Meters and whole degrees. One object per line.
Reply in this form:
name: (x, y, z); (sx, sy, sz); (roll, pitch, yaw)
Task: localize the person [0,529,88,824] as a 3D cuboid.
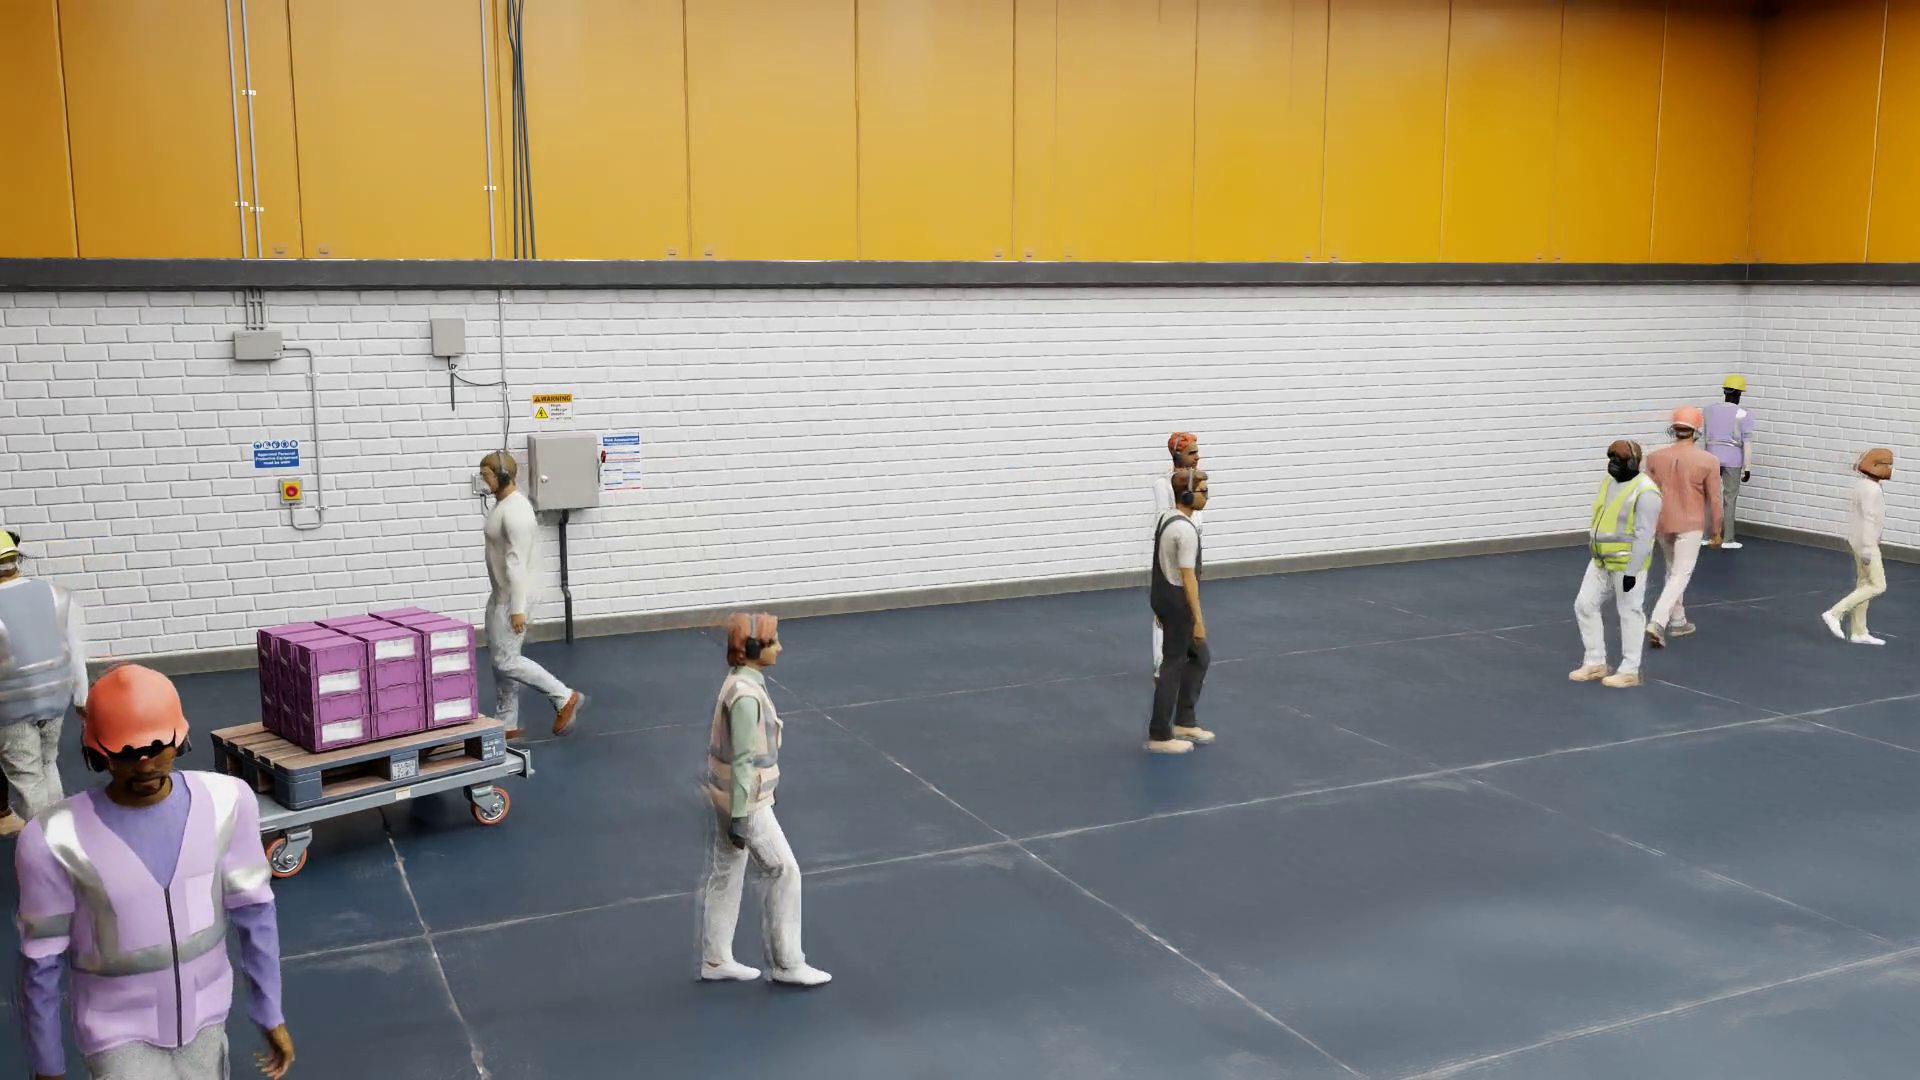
person: (-4.670, 0.816, 8.213); (0.555, 1.805, 0.603); (5, 10, 28)

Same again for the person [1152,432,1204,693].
person: (1.594, 0.155, 12.094); (0.354, 1.883, 0.573); (5, 11, 30)

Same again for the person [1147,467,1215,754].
person: (1.455, 0.449, 10.441); (0.611, 1.823, 0.554); (-1, 9, -4)

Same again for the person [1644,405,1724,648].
person: (5.843, -0.115, 13.556); (0.973, 1.964, 0.628); (-7, 12, -37)

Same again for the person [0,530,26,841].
person: (-5.100, 0.790, 8.733); (0.553, 1.682, 0.465); (7, 11, 35)

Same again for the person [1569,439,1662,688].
person: (4.729, 0.182, 12.082); (0.617, 1.824, 0.642); (-2, 9, -13)

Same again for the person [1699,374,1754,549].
person: (8.421, -0.859, 18.286); (0.388, 1.919, 0.585); (-8, 12, -40)

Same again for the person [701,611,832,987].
person: (-0.806, 1.103, 7.026); (0.681, 1.610, 0.546); (-1, 9, -9)

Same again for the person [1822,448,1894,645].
person: (7.350, 0.055, 13.503); (0.403, 1.618, 0.528); (5, 10, 27)

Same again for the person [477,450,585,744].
person: (-2.812, 0.375, 10.613); (0.621, 1.920, 0.647); (-4, 10, -23)

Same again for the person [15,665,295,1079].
person: (-2.142, 1.317, 4.498); (0.627, 2.016, 0.603); (8, 12, 41)
